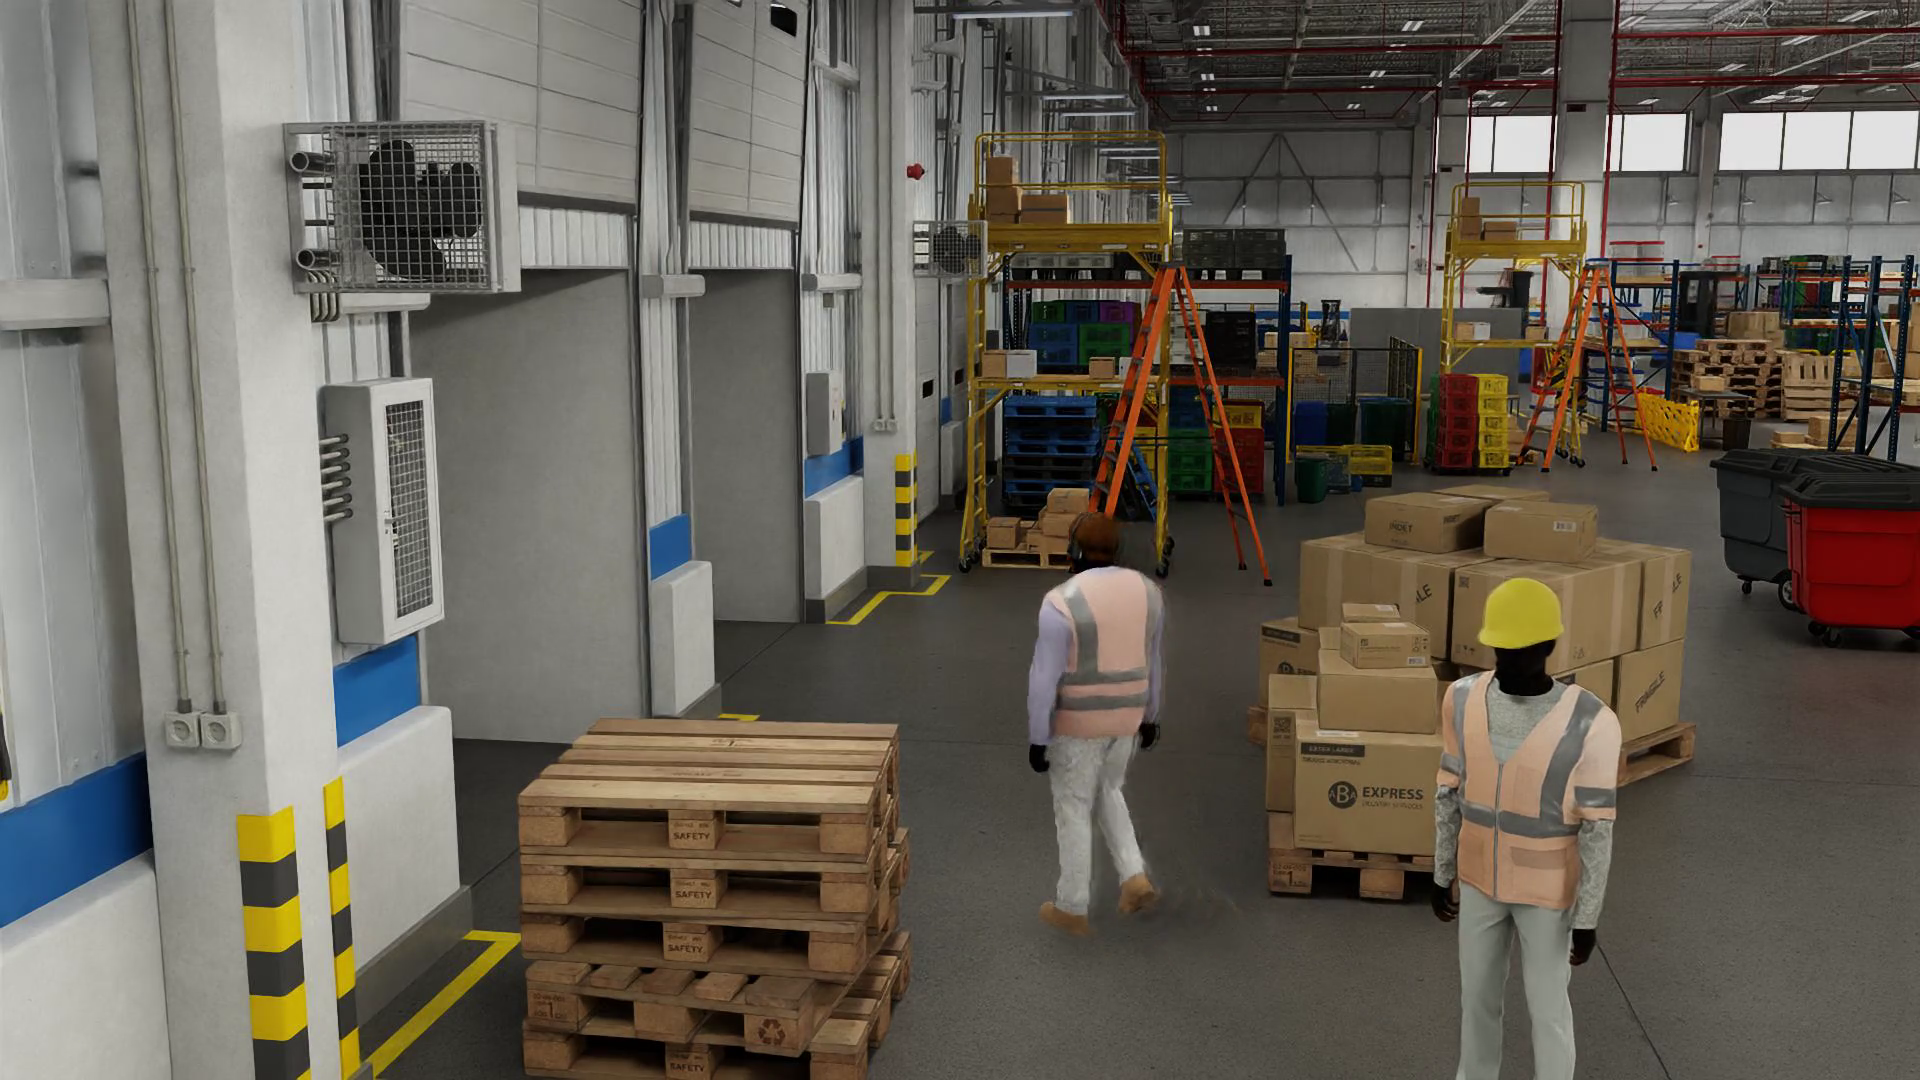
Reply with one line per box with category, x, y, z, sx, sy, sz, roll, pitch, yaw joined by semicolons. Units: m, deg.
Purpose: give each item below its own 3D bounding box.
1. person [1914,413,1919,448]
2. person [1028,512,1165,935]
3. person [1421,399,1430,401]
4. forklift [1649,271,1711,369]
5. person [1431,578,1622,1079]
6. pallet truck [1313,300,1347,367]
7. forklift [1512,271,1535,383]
person;15.564;-2.339;26.705;0.319;1.739;0.484;5;11;29
person;0.574;0.793;7.131;0.697;1.824;0.477;-6;11;-32
person;10.411;-3.987;36.359;0.909;1.897;0.574;-3;10;-19
forklift;20.823;-6.262;47.390;1.873;2.768;1.129;-3;10;-19
person;1.728;1.060;5.185;0.396;1.921;0.585;-8;12;-42
pallet truck;11.159;-6.200;49.718;0.823;1.965;1.885;4;10;26
forklift;13.973;-5.308;41.502;1.873;2.768;1.129;1;9;9
